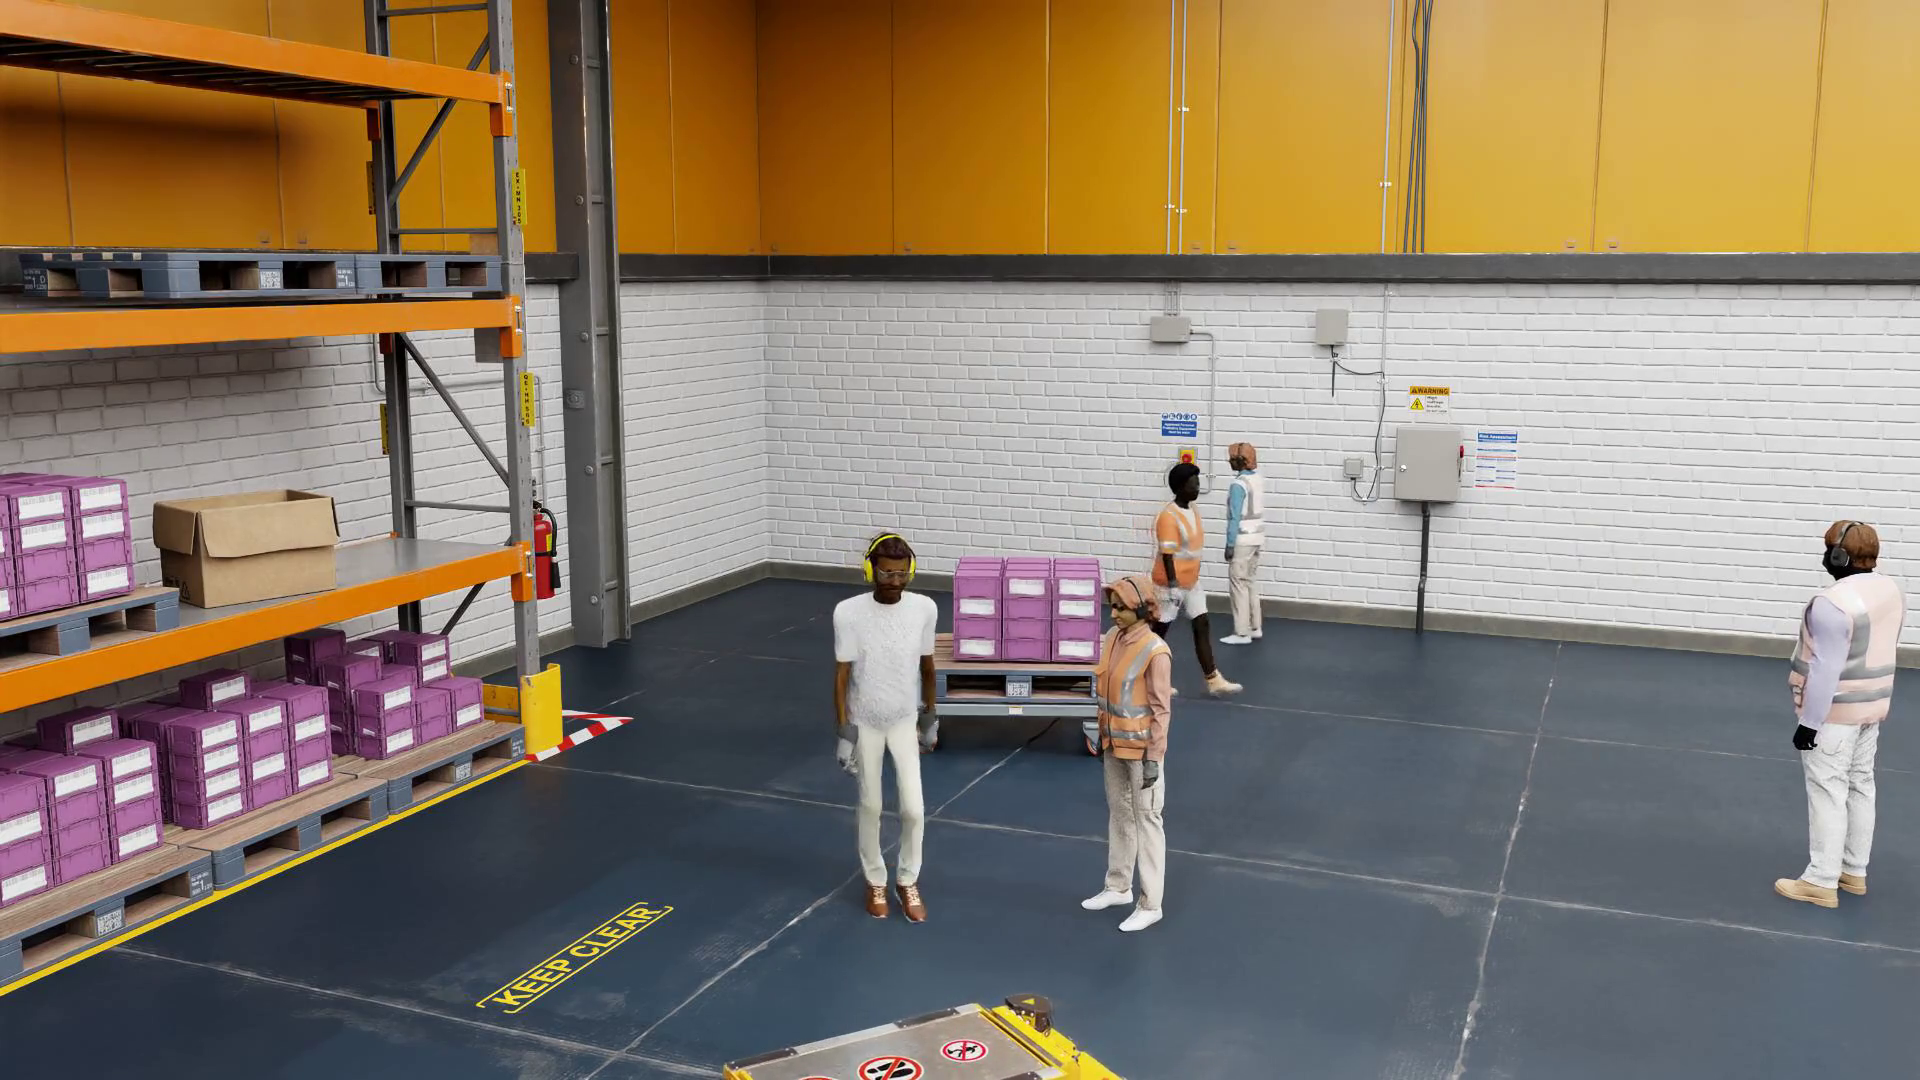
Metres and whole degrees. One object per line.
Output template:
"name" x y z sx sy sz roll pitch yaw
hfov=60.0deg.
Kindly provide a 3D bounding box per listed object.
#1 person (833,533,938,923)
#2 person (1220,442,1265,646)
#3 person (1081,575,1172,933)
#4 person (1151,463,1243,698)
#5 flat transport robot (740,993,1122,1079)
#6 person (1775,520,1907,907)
"person" -0.334 0.868 7.655 0.506 1.839 0.574 -2 10 -10
"person" 2.287 0.028 13.351 0.329 1.635 0.536 5 11 30
"person" 0.788 0.966 7.647 0.308 1.639 0.510 -5 10 -26
"person" 1.625 0.303 11.542 0.768 1.666 0.552 7 12 35
"flat transport robot" -0.176 1.941 5.872 1.431 0.197 0.652 -5 11 -29
"person" 4.184 0.818 7.929 0.634 1.842 0.429 -6 11 -33
